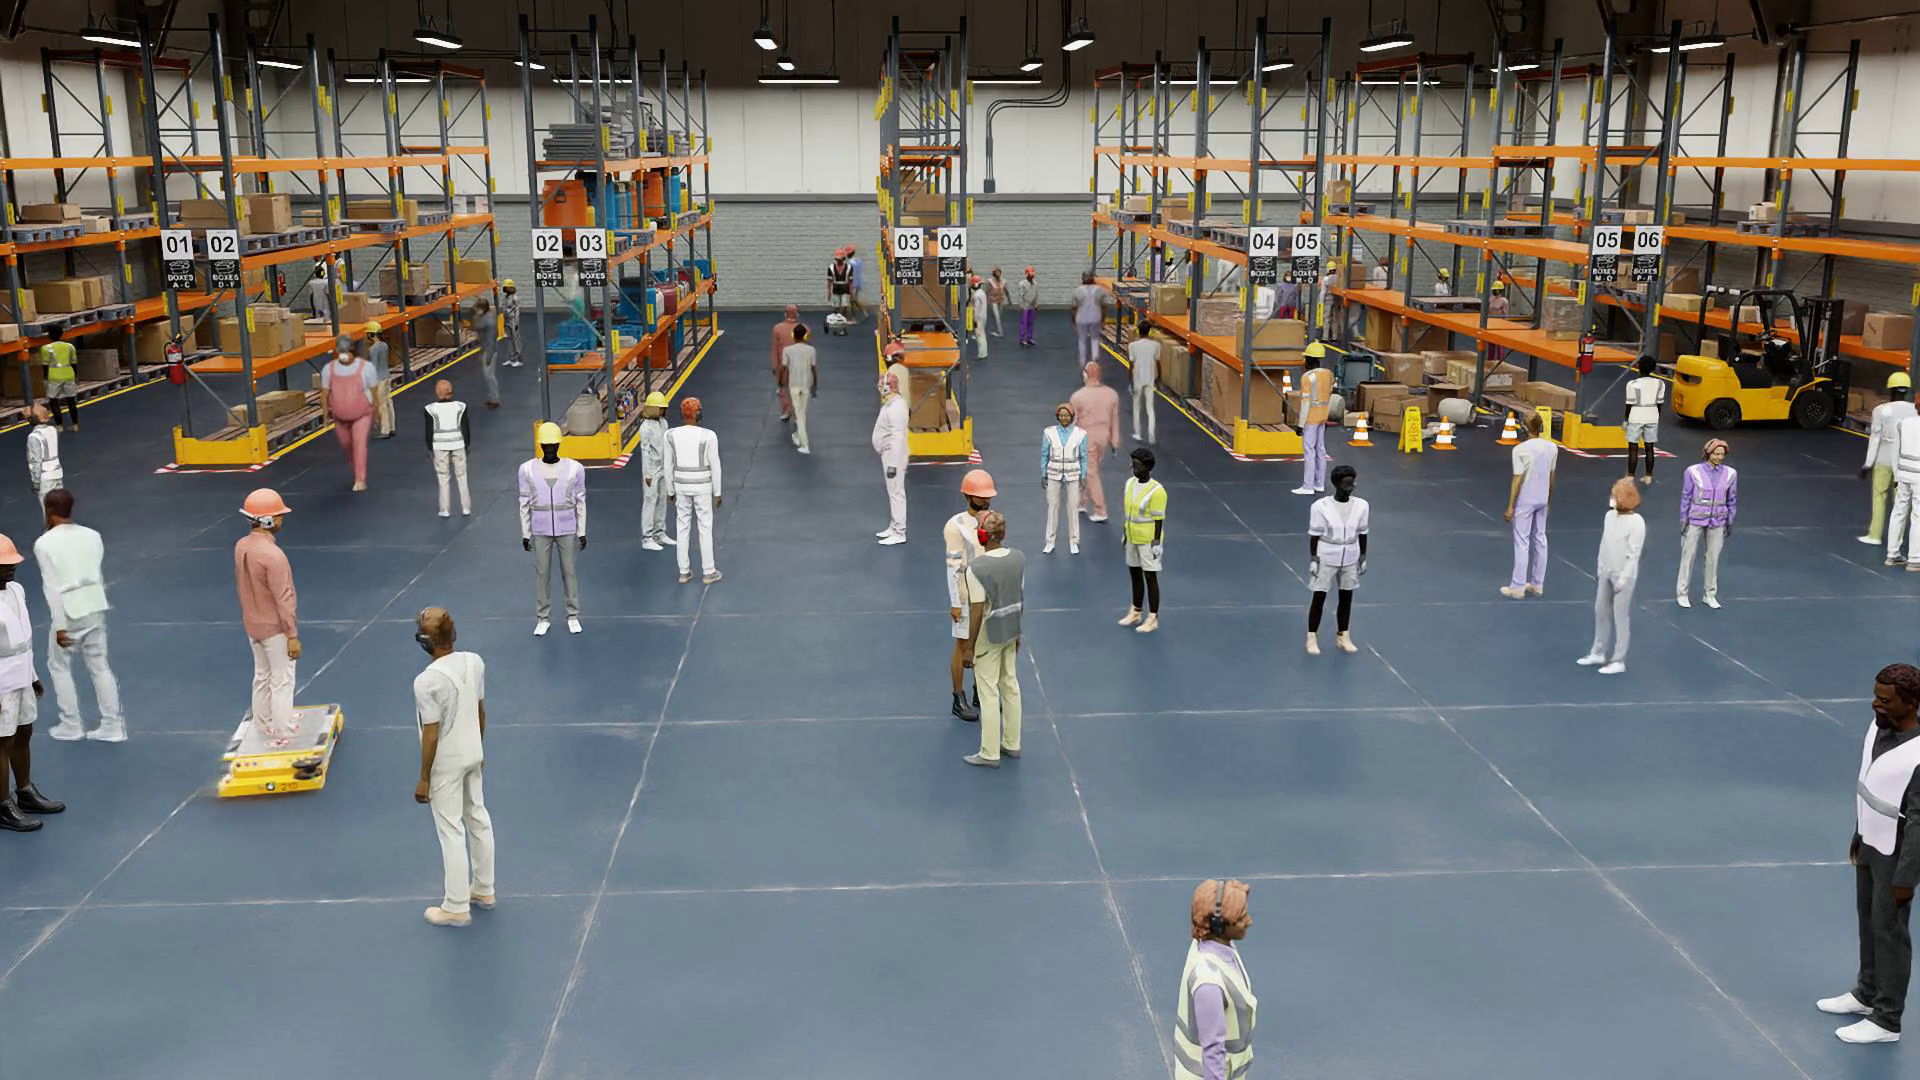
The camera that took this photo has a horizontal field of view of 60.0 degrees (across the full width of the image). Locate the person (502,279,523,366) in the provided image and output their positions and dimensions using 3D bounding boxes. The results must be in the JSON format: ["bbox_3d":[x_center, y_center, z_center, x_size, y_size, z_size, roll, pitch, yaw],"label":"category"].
[{"bbox_3d":[-9.010,-4.360,33.370,0.484,1.746,0.289,12,18,41],"label":"person"}]

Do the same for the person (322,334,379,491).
[{"bbox_3d":[-7.836,-1.695,21.446,0.684,2.000,0.869,-1,13,-4],"label":"person"}]

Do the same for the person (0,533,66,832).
[{"bbox_3d":[-6.089,0.900,10.676,0.359,1.938,0.545,0,13,0],"label":"person"}]

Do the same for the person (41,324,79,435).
[{"bbox_3d":[-13.745,-2.457,25.440,0.320,1.688,0.539,7,15,28],"label":"person"}]

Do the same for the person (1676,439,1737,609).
[{"bbox_3d":[7.092,-0.157,15.813,0.514,1.634,0.313,1,13,3],"label":"person"}]

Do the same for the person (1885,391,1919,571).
[{"bbox_3d":[9.919,-0.622,17.239,0.355,1.884,0.575,-5,14,-20],"label":"person"}]

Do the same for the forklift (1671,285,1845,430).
[{"bbox_3d":[12.503,-2.886,26.166,2.313,2.155,1.214,-1,13,-3],"label":"forklift"}]

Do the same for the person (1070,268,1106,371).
[{"bbox_3d":[2.494,-4.316,32.552,0.707,2.000,0.536,-1,13,-3],"label":"person"}]

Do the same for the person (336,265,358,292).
[{"bbox_3d":[-12.870,-4.801,34.877,0.547,1.913,0.413,1,13,5],"label":"person"}]

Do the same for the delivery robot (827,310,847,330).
[{"bbox_3d":[-2.903,-5.168,39.141,0.477,0.478,0.707,-4,14,-17],"label":"delivery robot"}]

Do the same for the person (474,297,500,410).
[{"bbox_3d":[-7.961,-3.131,27.888,0.387,1.906,0.801,-9,16,-32],"label":"person"}]

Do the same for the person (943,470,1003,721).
[{"bbox_3d":[0.134,0.412,12.745,0.359,1.938,0.545,13,18,43],"label":"person"}]

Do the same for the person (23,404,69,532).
[{"bbox_3d":[-9.830,-0.655,17.907,0.308,1.639,0.511,-1,13,-5],"label":"person"}]

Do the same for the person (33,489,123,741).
[{"bbox_3d":[-6.505,0.561,12.264,0.713,1.860,0.620,4,14,18],"label":"person"}]

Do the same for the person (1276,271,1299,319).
[{"bbox_3d":[7.326,-5.206,37.207,0.520,1.627,0.273,0,13,2],"label":"person"}]

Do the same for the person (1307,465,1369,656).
[{"bbox_3d":[3.240,0.174,14.302,0.547,1.687,0.326,-2,13,-10],"label":"person"}]

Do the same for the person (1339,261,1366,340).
[{"bbox_3d":[8.916,-5.417,37.711,0.797,1.820,0.633,-8,15,-30],"label":"person"}]

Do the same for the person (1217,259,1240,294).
[{"bbox_3d":[6.816,-6.501,42.115,0.684,1.902,0.394,-7,15,-26],"label":"person"}]

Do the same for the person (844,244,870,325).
[{"bbox_3d":[-2.596,-6.268,40.887,0.535,2.008,0.620,5,14,19],"label":"person"}]

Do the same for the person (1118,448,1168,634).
[{"bbox_3d":[1.655,-0.005,15.041,0.320,1.694,0.534,-8,15,-31],"label":"person"}]

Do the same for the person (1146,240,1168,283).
[{"bbox_3d":[4.962,-6.495,41.777,0.604,2.044,0.375,5,14,21],"label":"person"}]

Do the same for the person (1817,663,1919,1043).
[{"bbox_3d":[4.544,1.519,8.120,0.396,1.911,0.588,2,13,8],"label":"person"}]

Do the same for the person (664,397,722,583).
[{"bbox_3d":[-2.669,-0.496,16.706,0.584,1.882,0.347,2,13,9],"label":"person"}]

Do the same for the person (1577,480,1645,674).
[{"bbox_3d":[5.457,0.305,13.858,0.329,1.631,0.510,-3,14,-14],"label":"person"}]

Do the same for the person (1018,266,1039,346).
[{"bbox_3d":[1.529,-5.179,36.820,0.561,1.753,0.327,-12,18,-42],"label":"person"}]

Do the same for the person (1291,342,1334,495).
[{"bbox_3d":[4.451,-1.527,20.970,0.594,1.930,0.352,-12,18,-42],"label":"person"}]

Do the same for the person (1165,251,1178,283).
[{"bbox_3d":[4.975,-5.900,39.507,0.383,1.924,0.594,1,13,4],"label":"person"}]

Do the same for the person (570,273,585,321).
[{"bbox_3d":[-8.894,-5.648,38.865,0.704,1.723,0.541,0,13,2],"label":"person"}]

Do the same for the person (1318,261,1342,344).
[{"bbox_3d":[8.257,-5.289,37.117,0.589,1.834,0.403,-6,14,-23],"label":"person"}]

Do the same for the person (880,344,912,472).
[{"bbox_3d":[-0.888,-1.779,22.463,0.478,1.721,0.672,5,14,21],"label":"person"}]

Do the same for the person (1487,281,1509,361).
[{"bbox_3d":[10.508,-4.195,32.628,0.318,1.769,0.522,-7,15,-27],"label":"person"}]

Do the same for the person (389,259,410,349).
[{"bbox_3d":[-11.982,-4.975,35.443,0.612,1.995,0.376,-1,13,-4],"label":"person"}]

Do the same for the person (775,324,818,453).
[{"bbox_3d":[-2.376,-2.202,24.054,0.548,1.820,0.945,-6,15,-26],"label":"person"}]

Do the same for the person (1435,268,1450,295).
[{"bbox_3d":[10.401,-4.980,35.953,0.321,1.767,0.533,9,16,33],"label":"person"}]

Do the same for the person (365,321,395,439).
[{"bbox_3d":[-8.748,-2.403,25.036,0.317,1.769,0.522,1,13,4],"label":"person"}]

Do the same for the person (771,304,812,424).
[{"bbox_3d":[-2.681,-2.807,26.500,0.672,1.880,0.755,-3,14,-11],"label":"person"}]

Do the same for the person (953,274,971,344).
[{"bbox_3d":[0.007,-5.323,37.185,0.512,1.872,0.328,2,13,9],"label":"person"}]

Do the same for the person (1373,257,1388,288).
[{"bbox_3d":[10.794,-6.451,42.579,0.519,1.584,0.858,-1,13,-2],"label":"person"}]

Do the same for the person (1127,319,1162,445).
[{"bbox_3d":[2.750,-2.346,24.655,0.524,1.842,0.874,-1,13,-3],"label":"person"}]

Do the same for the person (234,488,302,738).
[{"bbox_3d":[-4.849,0.618,11.747,0.622,1.994,0.381,11,17,39],"label":"person"}]

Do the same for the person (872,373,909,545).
[{"bbox_3d":[-0.768,-0.901,18.385,0.403,1.903,0.637,-1,13,-3],"label":"person"}]

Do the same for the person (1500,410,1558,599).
[{"bbox_3d":[5.525,-0.341,16.146,0.506,1.839,0.345,-5,14,-20],"label":"person"}]

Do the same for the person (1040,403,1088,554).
[{"bbox_3d":[1.121,-0.665,17.943,0.512,1.641,0.307,2,13,8],"label":"person"}]

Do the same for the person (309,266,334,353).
[{"bbox_3d":[-13.585,-4.909,35.447,0.516,1.865,0.329,2,13,10],"label":"person"}]

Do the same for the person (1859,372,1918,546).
[{"bbox_3d":[10.226,-0.888,18.278,0.594,1.922,0.388,-1,13,-5],"label":"person"}]

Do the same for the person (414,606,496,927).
[{"bbox_3d":[-2.859,1.265,9.344,0.344,1.839,0.504,6,14,23],"label":"person"}]

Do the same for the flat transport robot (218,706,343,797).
[{"bbox_3d":[-4.824,1.462,11.864,0.652,0.197,1.431,-3,14,-14],"label":"flat transport robot"}]

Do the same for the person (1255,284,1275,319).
[{"bbox_3d":[6.035,-4.468,33.641,0.587,1.850,0.768,6,14,23],"label":"person"}]

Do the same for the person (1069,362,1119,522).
[{"bbox_3d":[1.534,-1.163,19.600,0.659,1.860,0.980,-7,15,-29],"label":"person"}]

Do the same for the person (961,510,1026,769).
[{"bbox_3d":[0.252,0.701,11.715,0.373,1.843,0.571,11,17,40],"label":"person"}]

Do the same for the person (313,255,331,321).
[{"bbox_3d":[-15.757,-6.229,41.087,0.390,1.839,0.564,-1,13,-4],"label":"person"}]

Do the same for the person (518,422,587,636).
[{"bbox_3d":[-3.644,-0.102,14.935,0.588,1.930,0.363,-3,14,-12],"label":"person"}]

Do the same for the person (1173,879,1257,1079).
[{"bbox_3d":[0.968,2.067,6.371,0.308,1.641,0.514,2,13,8],"label":"person"}]

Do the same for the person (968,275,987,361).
[{"bbox_3d":[0.354,-4.580,34.319,0.379,1.739,0.584,4,14,16],"label":"person"}]

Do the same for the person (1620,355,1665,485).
[{"bbox_3d":[8.826,-1.538,21.523,0.535,1.697,0.318,-2,13,-9],"label":"person"}]

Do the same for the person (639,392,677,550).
[{"bbox_3d":[-3.301,-0.760,18.148,0.332,1.733,0.480,5,14,19],"label":"person"}]

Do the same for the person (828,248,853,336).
[{"bbox_3d":[-2.784,-5.793,38.852,0.606,2.028,0.501,0,13,-1],"label":"person"}]

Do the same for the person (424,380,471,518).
[{"bbox_3d":[-6.054,-1.078,19.694,0.523,1.638,0.310,-7,15,-27],"label":"person"}]

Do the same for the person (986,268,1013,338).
[{"bbox_3d":[0.914,-5.449,38.279,0.628,1.588,0.828,-7,15,-29],"label":"person"}]
